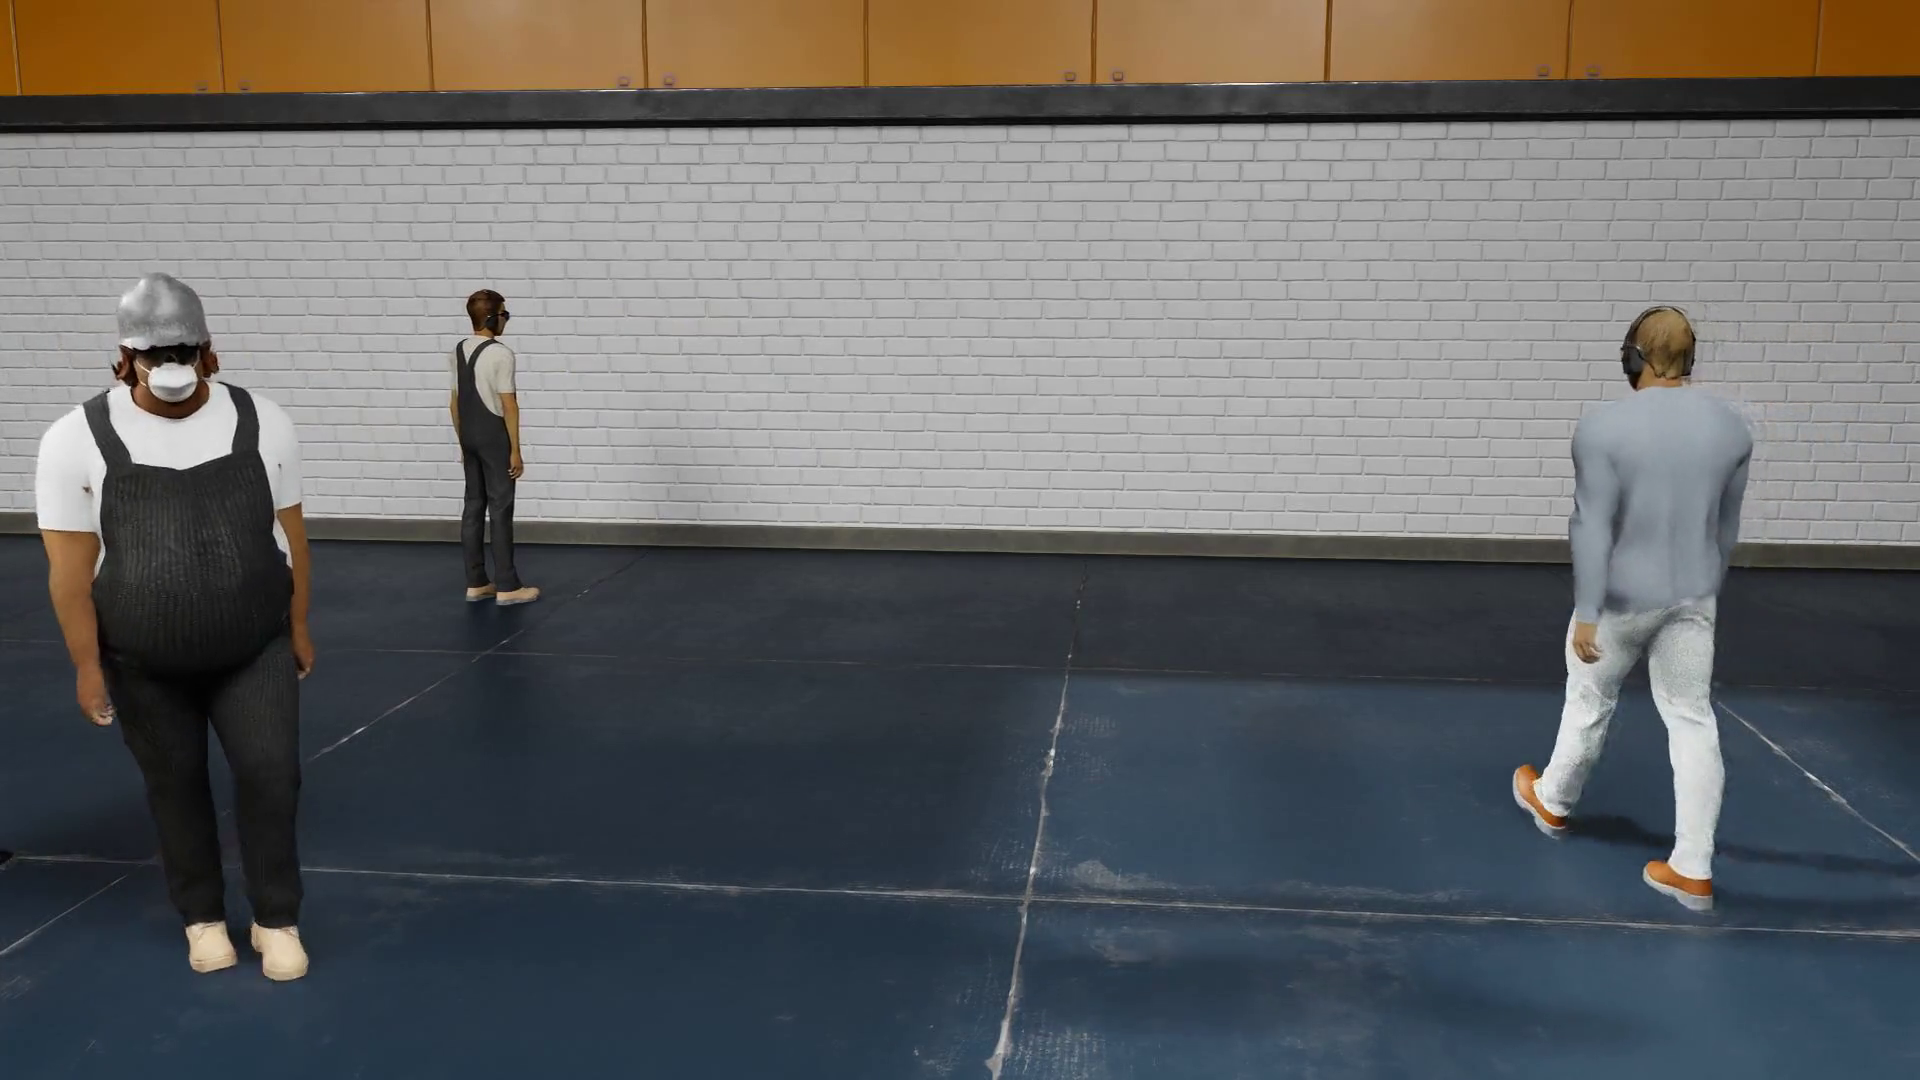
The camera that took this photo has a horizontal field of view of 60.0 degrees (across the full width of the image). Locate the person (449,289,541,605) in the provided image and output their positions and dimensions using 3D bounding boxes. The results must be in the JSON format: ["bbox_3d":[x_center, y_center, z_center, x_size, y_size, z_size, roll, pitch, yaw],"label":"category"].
[{"bbox_3d":[-2.760,-0.539,9.759,0.505,1.845,0.346,6,12,32],"label":"person"}]

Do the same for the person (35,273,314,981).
[{"bbox_3d":[-2.140,0.260,4.625,0.693,2.000,0.683,-6,11,-30],"label":"person"}]

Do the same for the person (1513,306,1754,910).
[{"bbox_3d":[2.248,0.180,5.522,0.651,1.883,1.014,-1,10,-8],"label":"person"}]

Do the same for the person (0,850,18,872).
[{"bbox_3d":[-3.517,0.297,5.177,0.835,1.786,0.639,-9,14,-43],"label":"person"}]
